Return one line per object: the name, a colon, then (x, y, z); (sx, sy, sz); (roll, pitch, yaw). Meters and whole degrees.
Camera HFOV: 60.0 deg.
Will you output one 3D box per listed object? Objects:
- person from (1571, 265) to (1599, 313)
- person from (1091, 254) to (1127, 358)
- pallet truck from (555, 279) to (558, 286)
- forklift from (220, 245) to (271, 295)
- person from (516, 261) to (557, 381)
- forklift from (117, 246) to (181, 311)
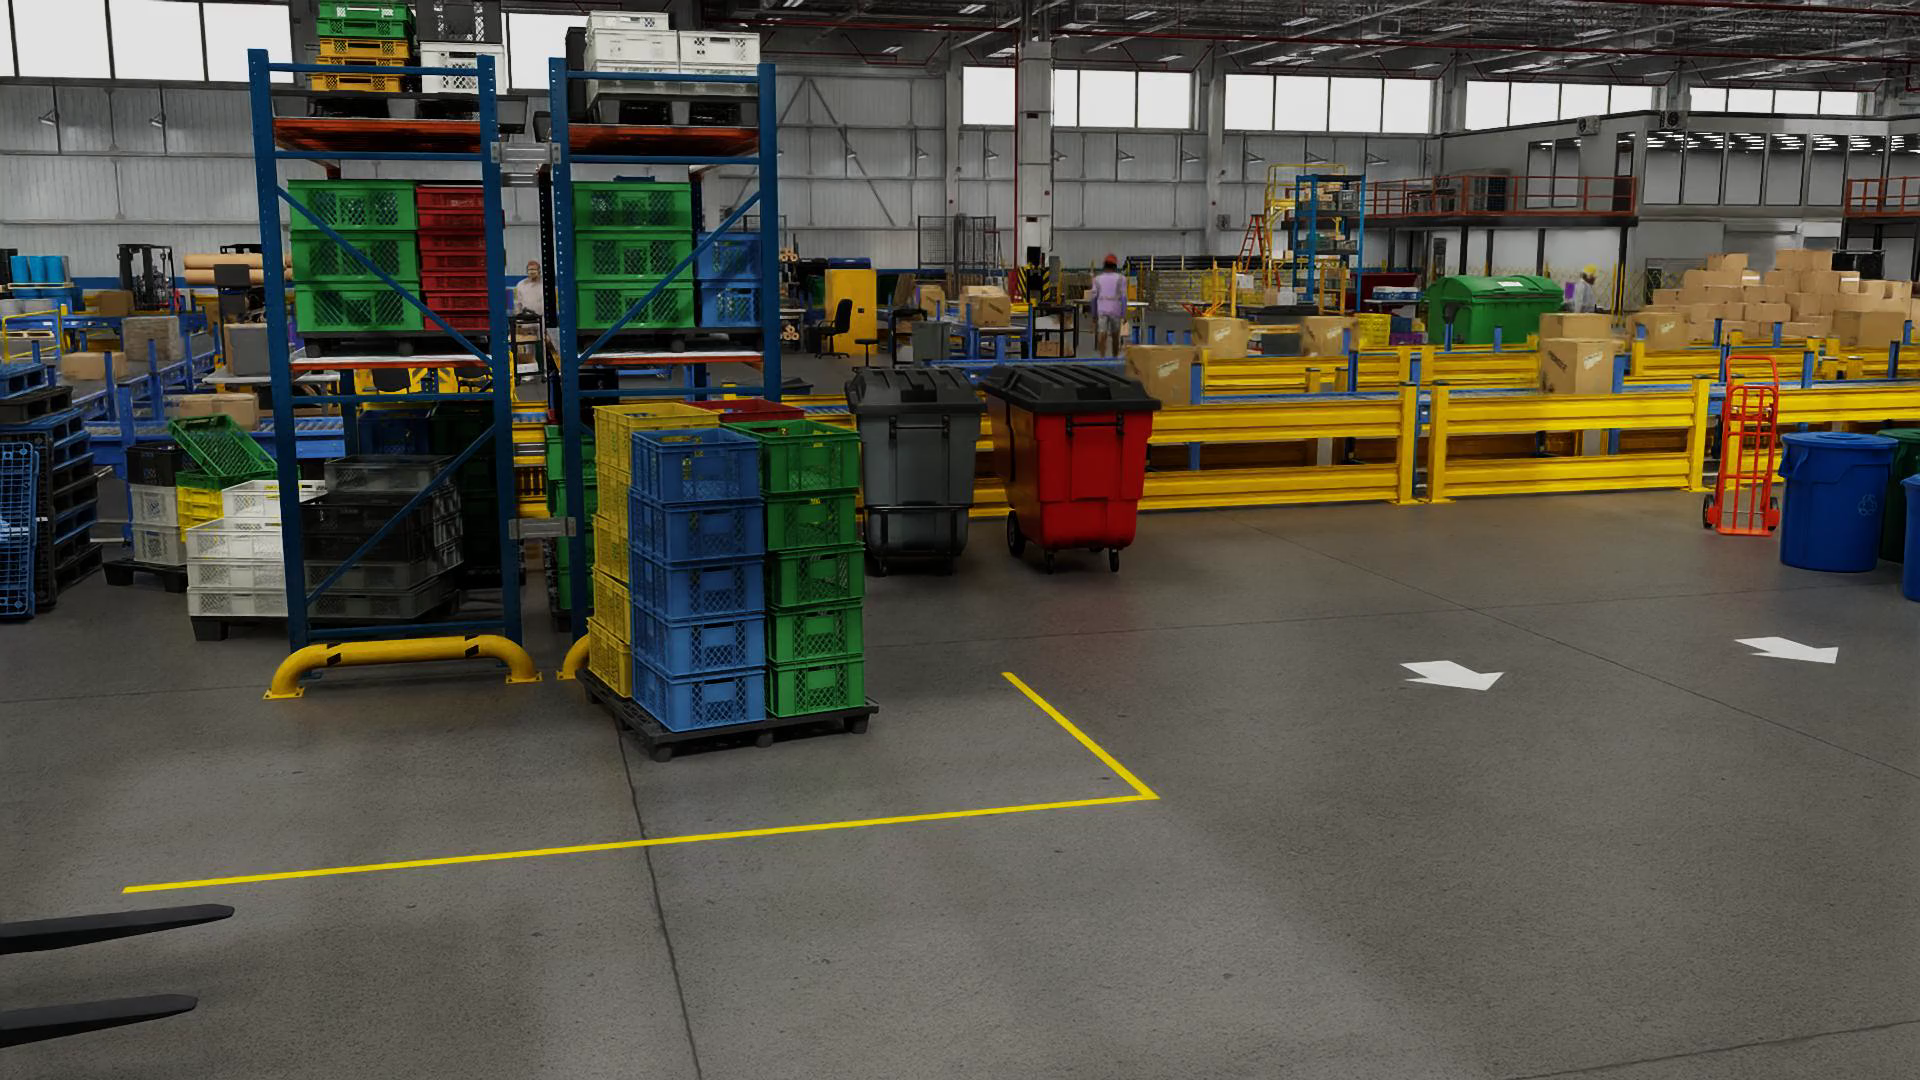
person: (11.061, -3.949, 29.360); (0.600, 1.799, 0.604); (5, 11, 27)
person: (2.584, -3.939, 28.787); (0.632, 1.985, 1.034); (2, 10, 14)
pallet truck: (-10.604, -6.375, 44.520); (0.653, 1.274, 1.630); (-3, 10, -15)
forklift: (-17.749, -6.334, 41.440); (1.157, 1.987, 2.680); (-3, 10, -17)
person: (-6.693, -3.448, 26.272); (0.647, 1.899, 0.397); (1, 10, 4)
forklift: (-19.966, -6.232, 40.894); (1.157, 1.987, 2.680); (-3, 10, -15)
